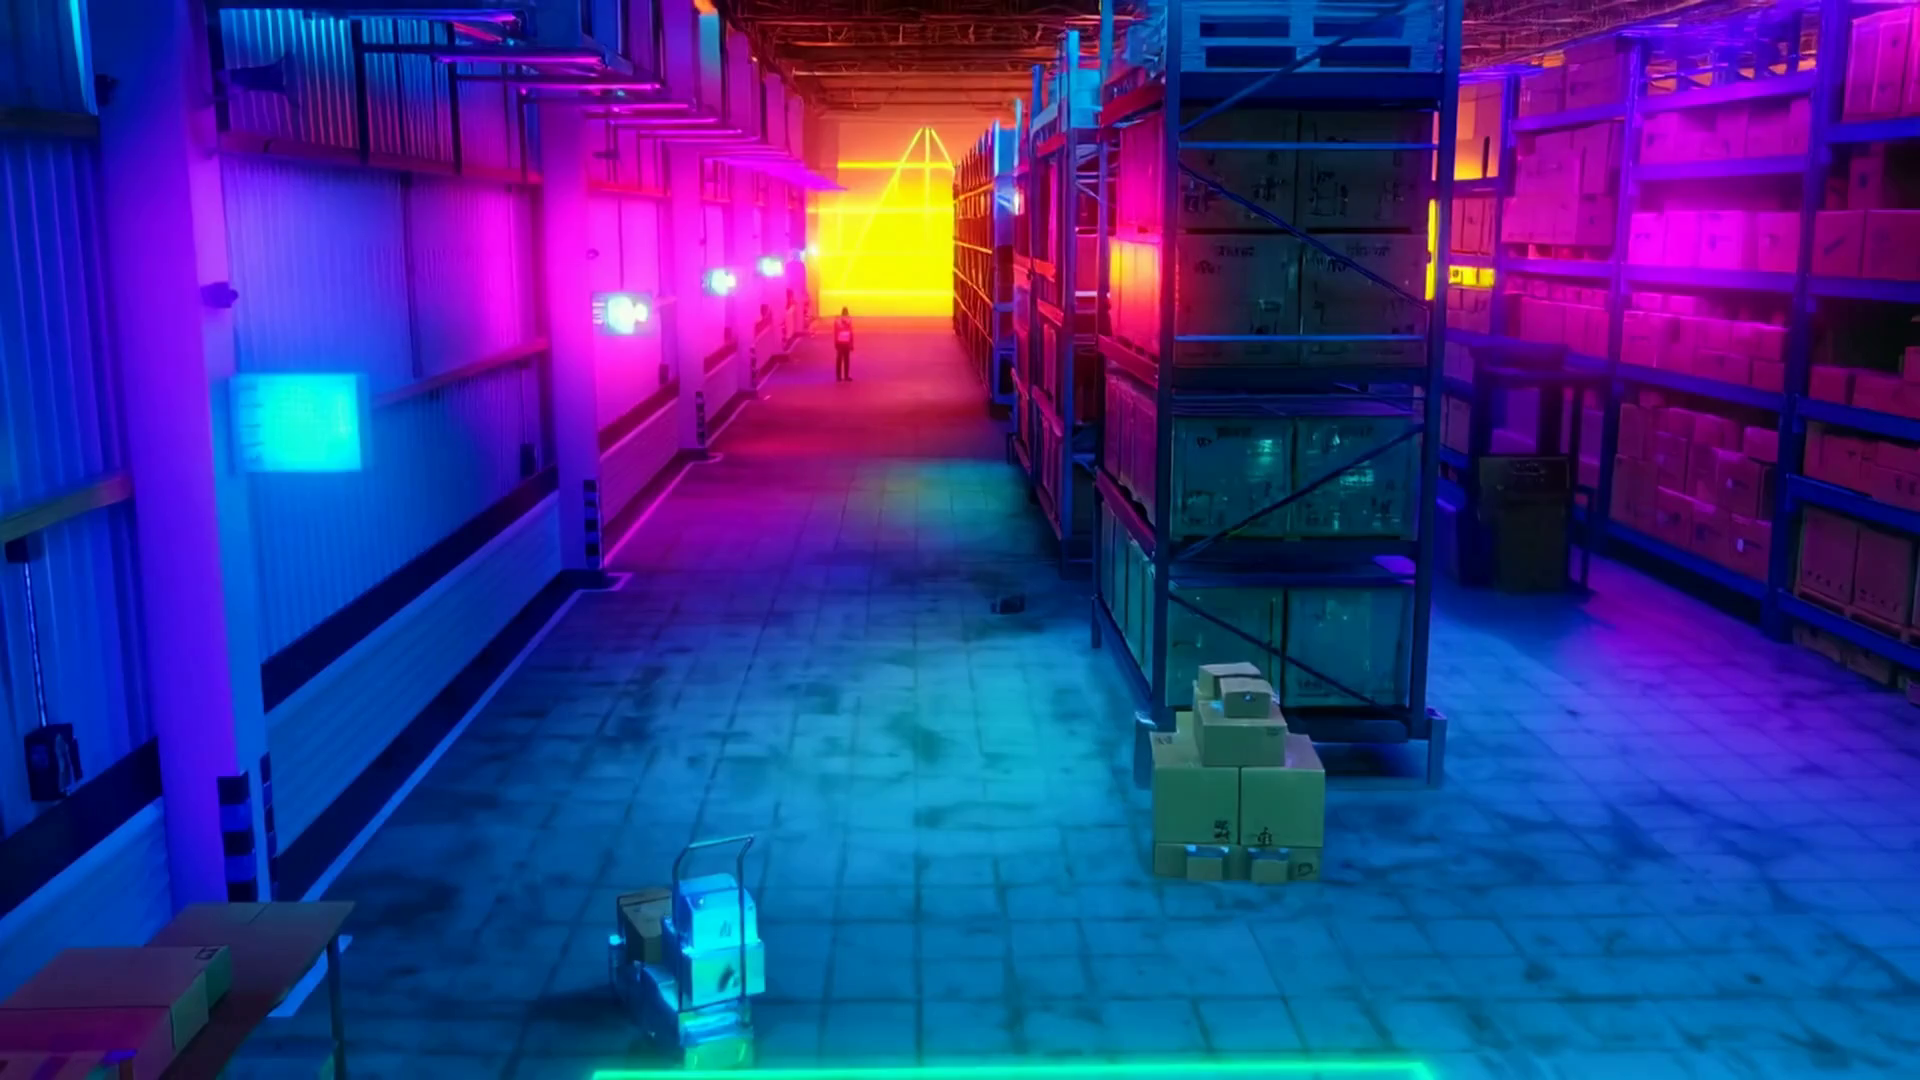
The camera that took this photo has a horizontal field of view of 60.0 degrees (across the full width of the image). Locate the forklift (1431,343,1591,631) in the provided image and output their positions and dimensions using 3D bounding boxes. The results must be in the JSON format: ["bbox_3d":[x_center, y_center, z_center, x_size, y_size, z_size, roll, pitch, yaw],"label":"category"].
[{"bbox_3d":[5.665,-0.630,17.128,1.129,2.768,1.873,0,11,-2],"label":"forklift"}]

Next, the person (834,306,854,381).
[{"bbox_3d":[-2.970,-5.014,42.481,0.590,1.911,0.395,-9,14,-38],"label":"person"}]
